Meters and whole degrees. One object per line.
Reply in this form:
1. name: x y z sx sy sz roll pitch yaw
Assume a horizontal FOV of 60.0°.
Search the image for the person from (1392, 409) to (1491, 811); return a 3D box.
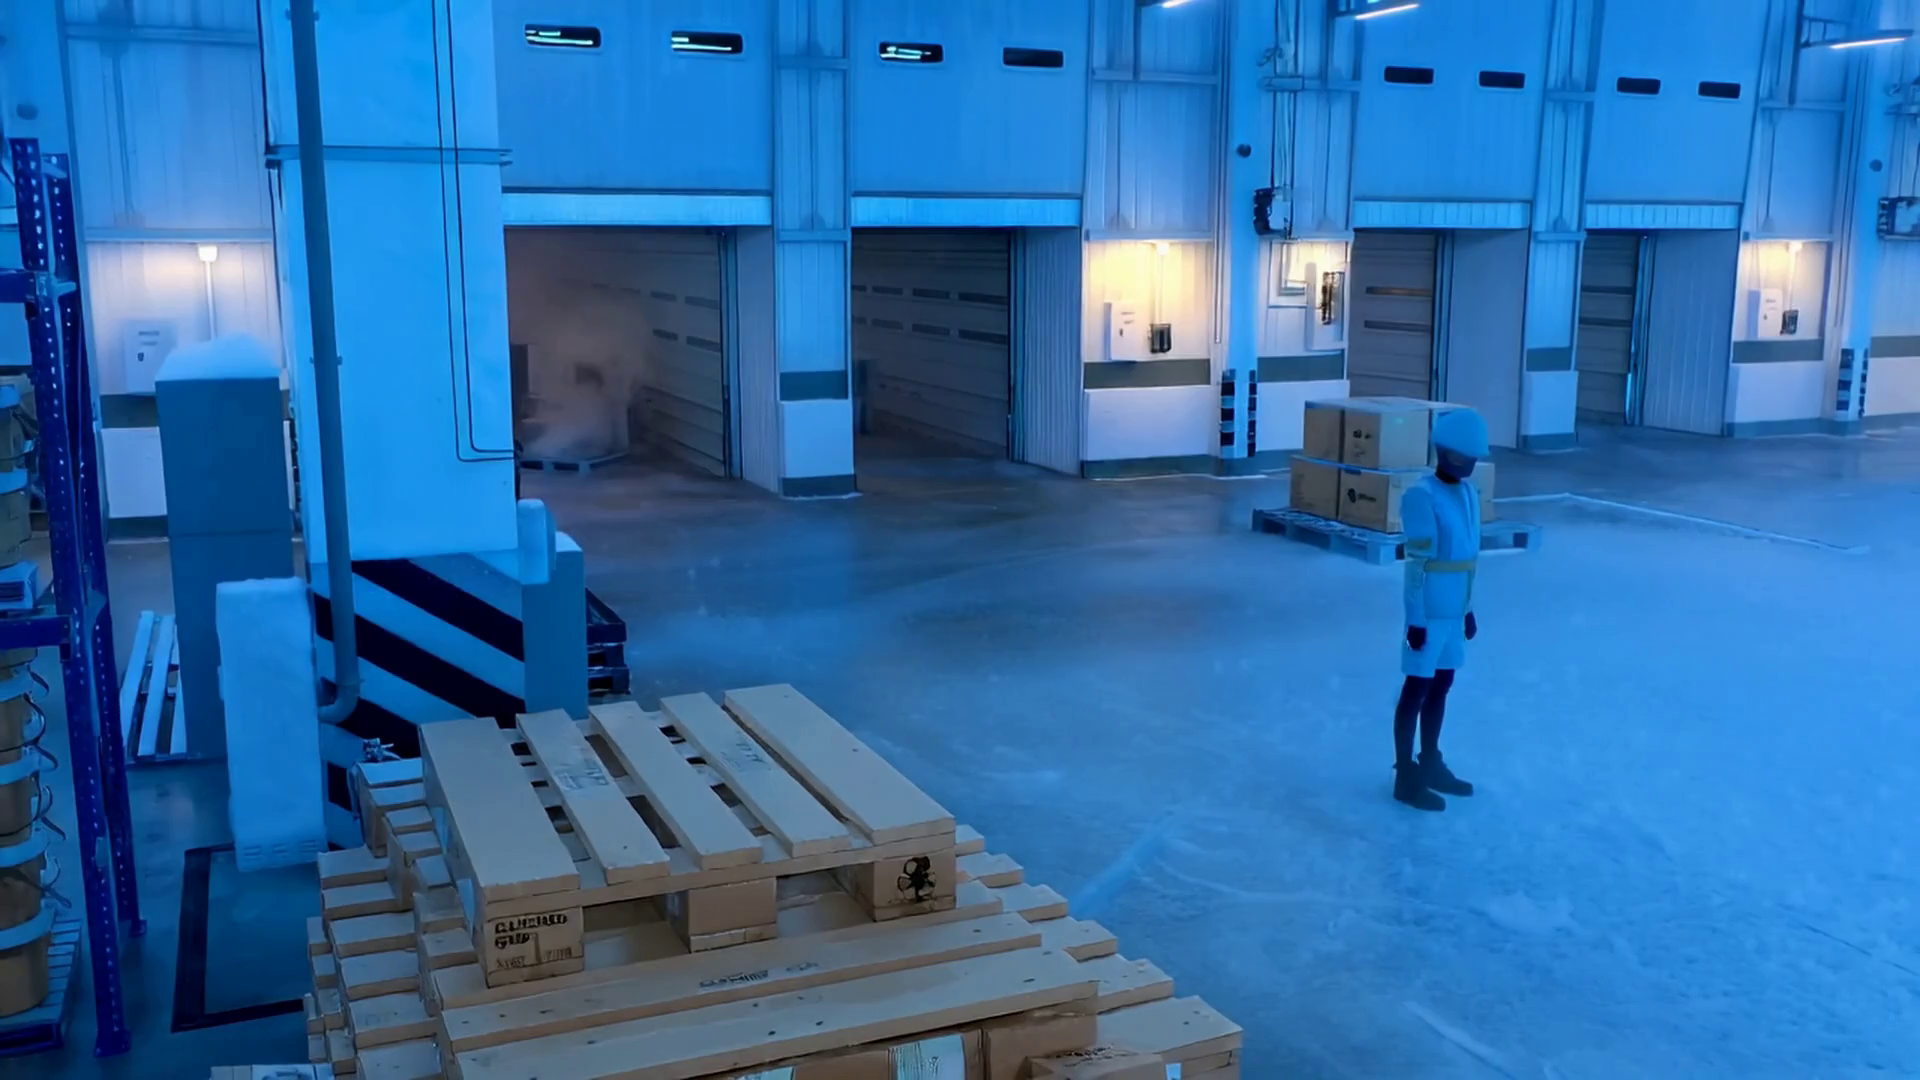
1. person: 2.338 0.327 8.015 0.545 1.927 0.385 -9 14 -41
